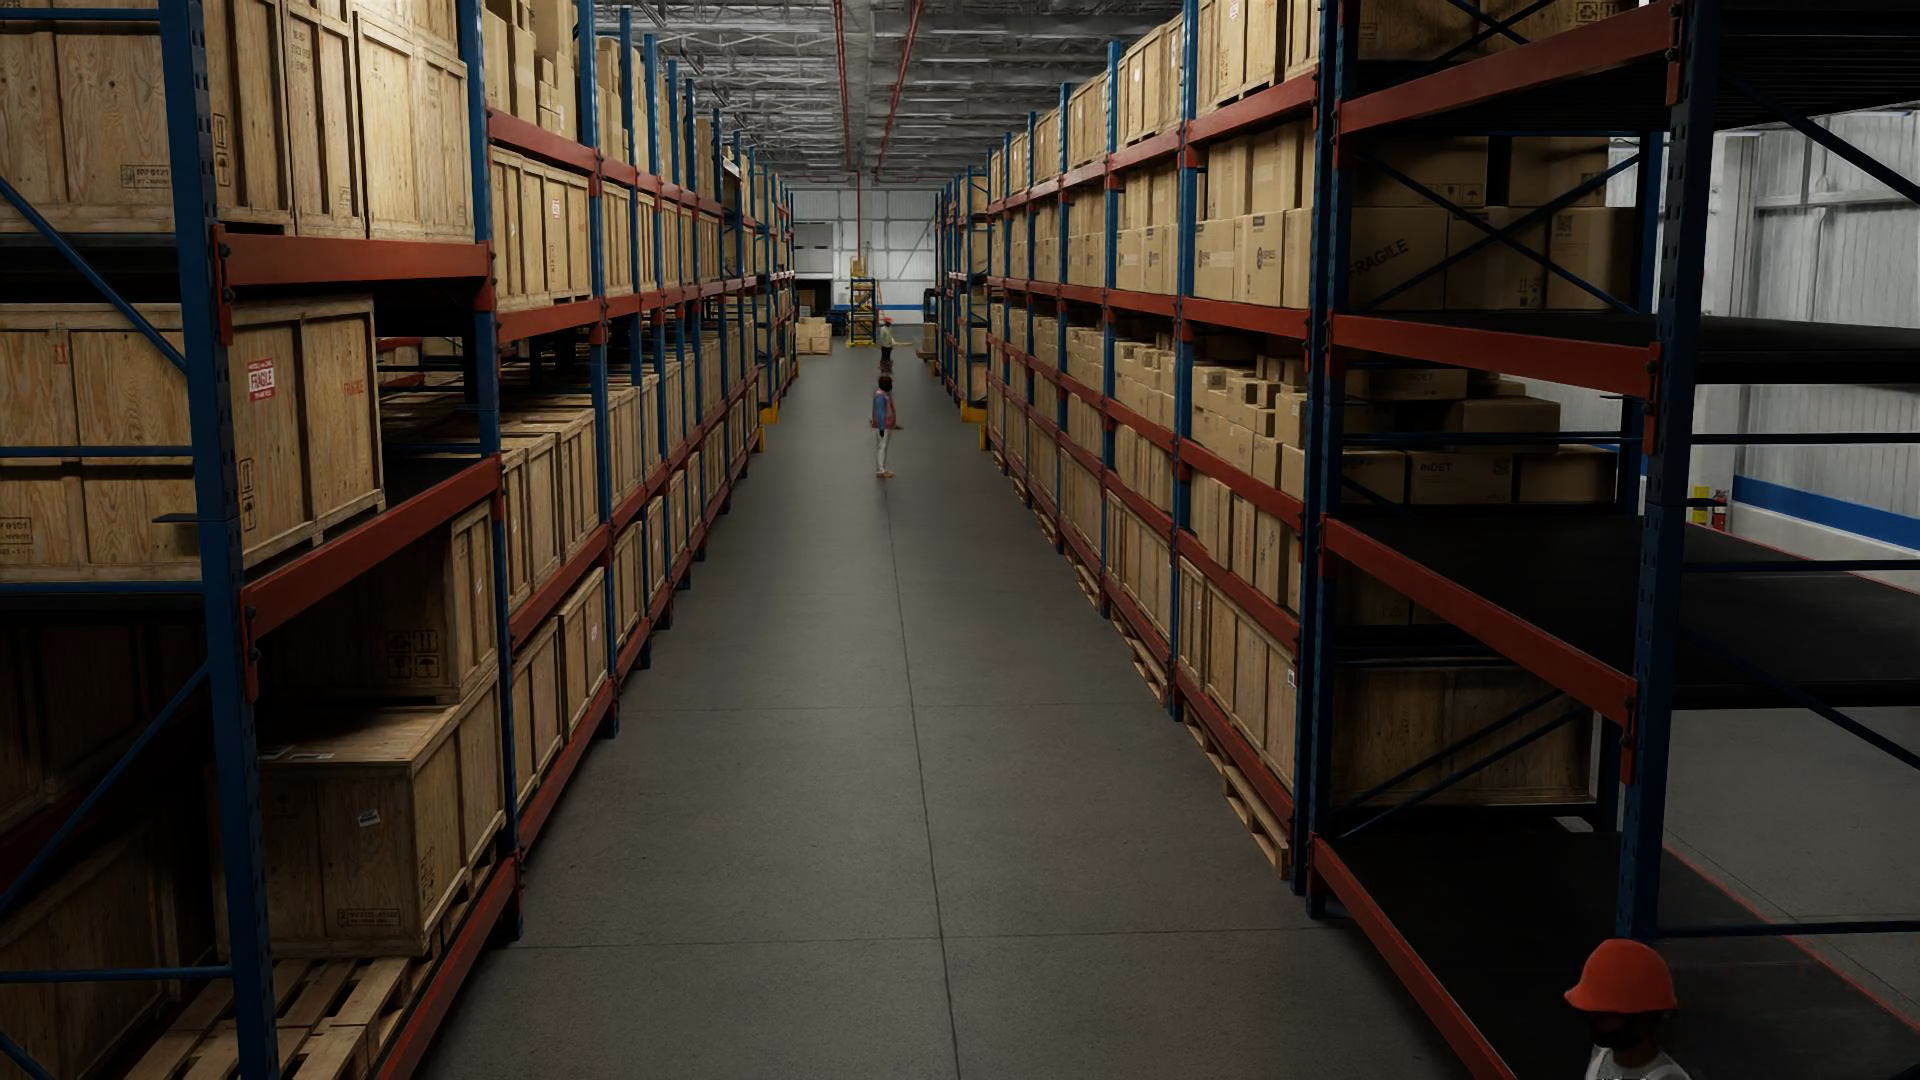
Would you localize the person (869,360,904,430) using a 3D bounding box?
[{"bbox_3d":[-1.697,-3.320,38.074,0.738,1.609,0.499,-1,10,-8],"label":"person"}]

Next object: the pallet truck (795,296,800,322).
[{"bbox_3d":[-8.622,-12.439,91.403,1.885,1.965,0.823,2,10,13],"label":"pallet truck"}]

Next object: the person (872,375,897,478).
[{"bbox_3d":[-1.349,-2.024,29.689,0.430,1.838,0.623,1,10,5],"label":"person"}]

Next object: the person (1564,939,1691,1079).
[{"bbox_3d":[1.976,2.093,4.932,0.992,1.893,0.545,-1,10,-8],"label":"person"}]

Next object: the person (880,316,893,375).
[{"bbox_3d":[-2.484,-6.612,56.600,0.396,1.992,0.619,6,11,30],"label":"person"}]

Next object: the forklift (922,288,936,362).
[{"bbox_3d":[-0.873,-8.292,63.999,1.129,2.768,1.873,-1,10,-3],"label":"forklift"}]
